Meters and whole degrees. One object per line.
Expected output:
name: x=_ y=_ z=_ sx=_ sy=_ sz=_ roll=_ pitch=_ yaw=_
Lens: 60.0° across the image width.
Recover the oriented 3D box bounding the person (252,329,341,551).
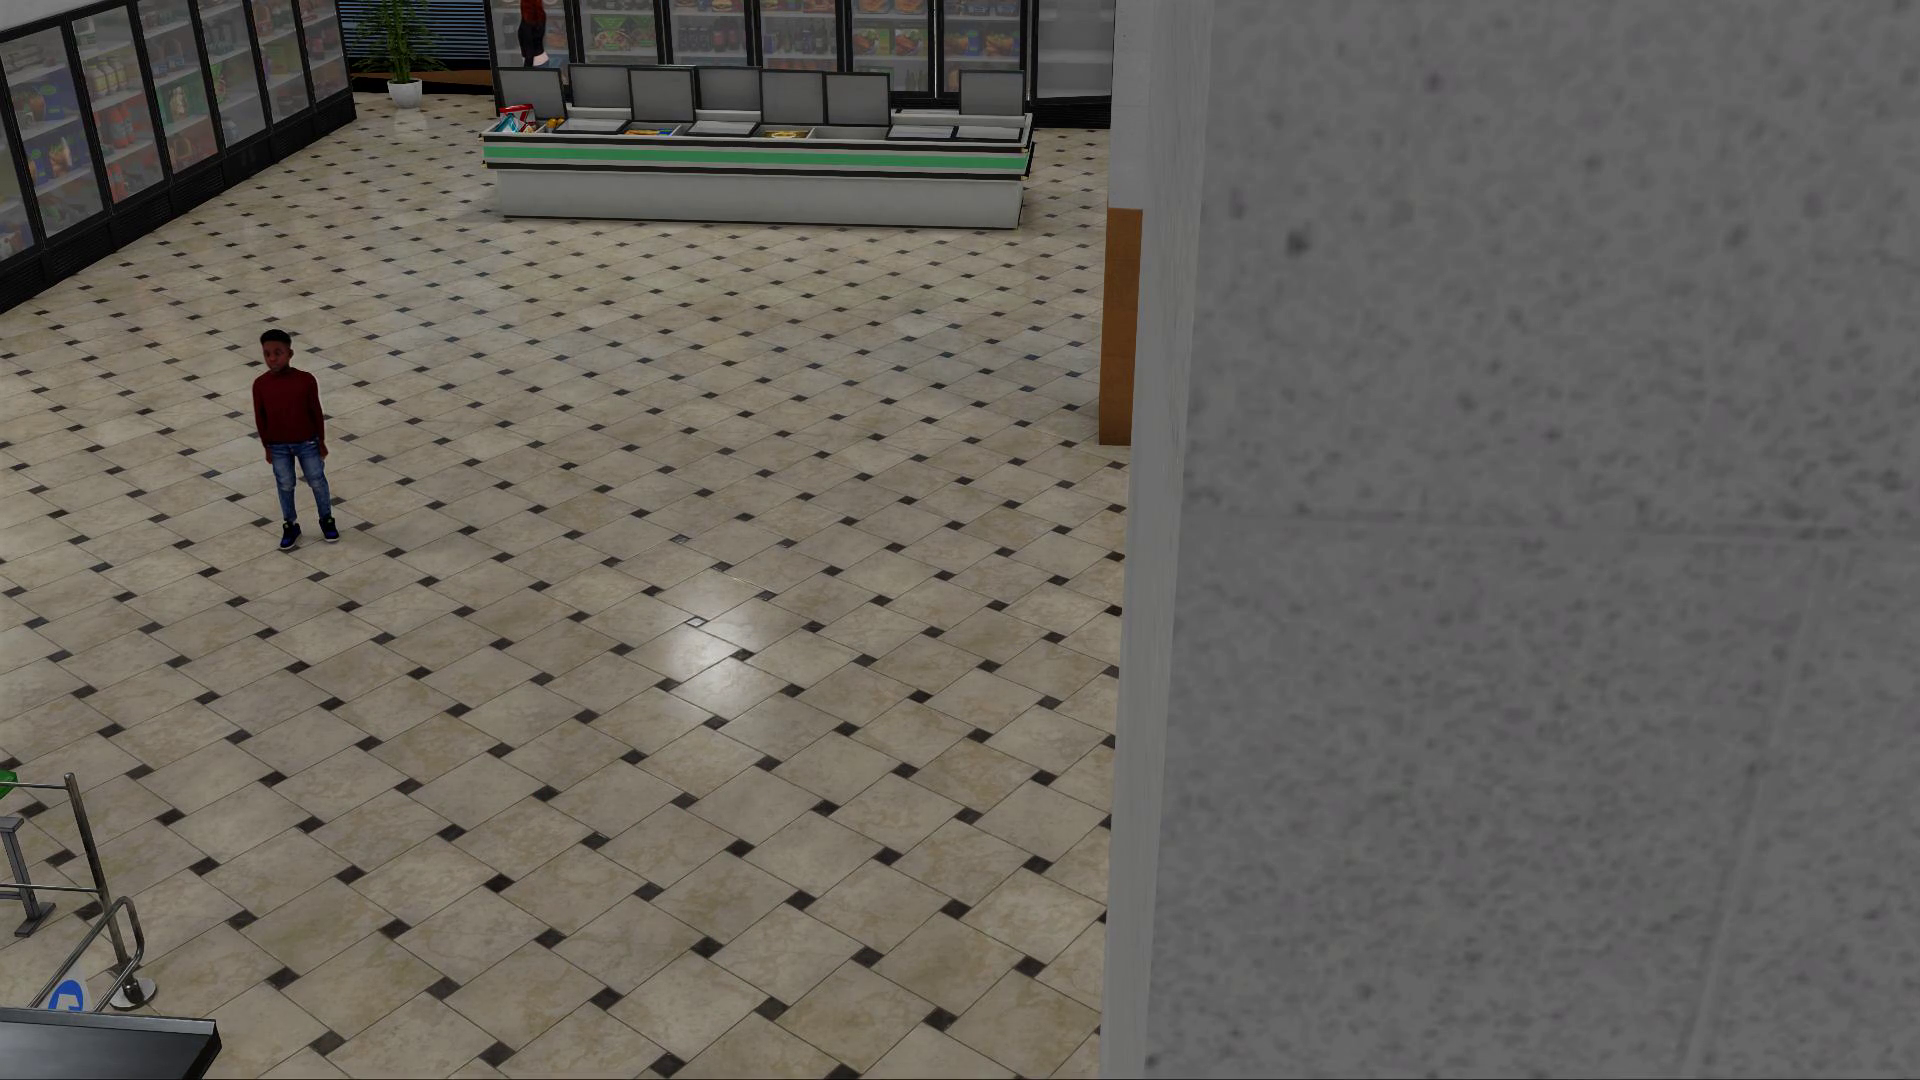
person: x=-3.736 y=-0.579 z=9.312 sx=0.525 sy=1.256 sz=0.628 roll=-8 pitch=28 yaw=-15

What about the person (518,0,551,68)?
person: x=-4.325 y=-4.775 z=17.001 sx=0.549 sy=1.786 sz=0.572 roll=4 pitch=27 yaw=7
